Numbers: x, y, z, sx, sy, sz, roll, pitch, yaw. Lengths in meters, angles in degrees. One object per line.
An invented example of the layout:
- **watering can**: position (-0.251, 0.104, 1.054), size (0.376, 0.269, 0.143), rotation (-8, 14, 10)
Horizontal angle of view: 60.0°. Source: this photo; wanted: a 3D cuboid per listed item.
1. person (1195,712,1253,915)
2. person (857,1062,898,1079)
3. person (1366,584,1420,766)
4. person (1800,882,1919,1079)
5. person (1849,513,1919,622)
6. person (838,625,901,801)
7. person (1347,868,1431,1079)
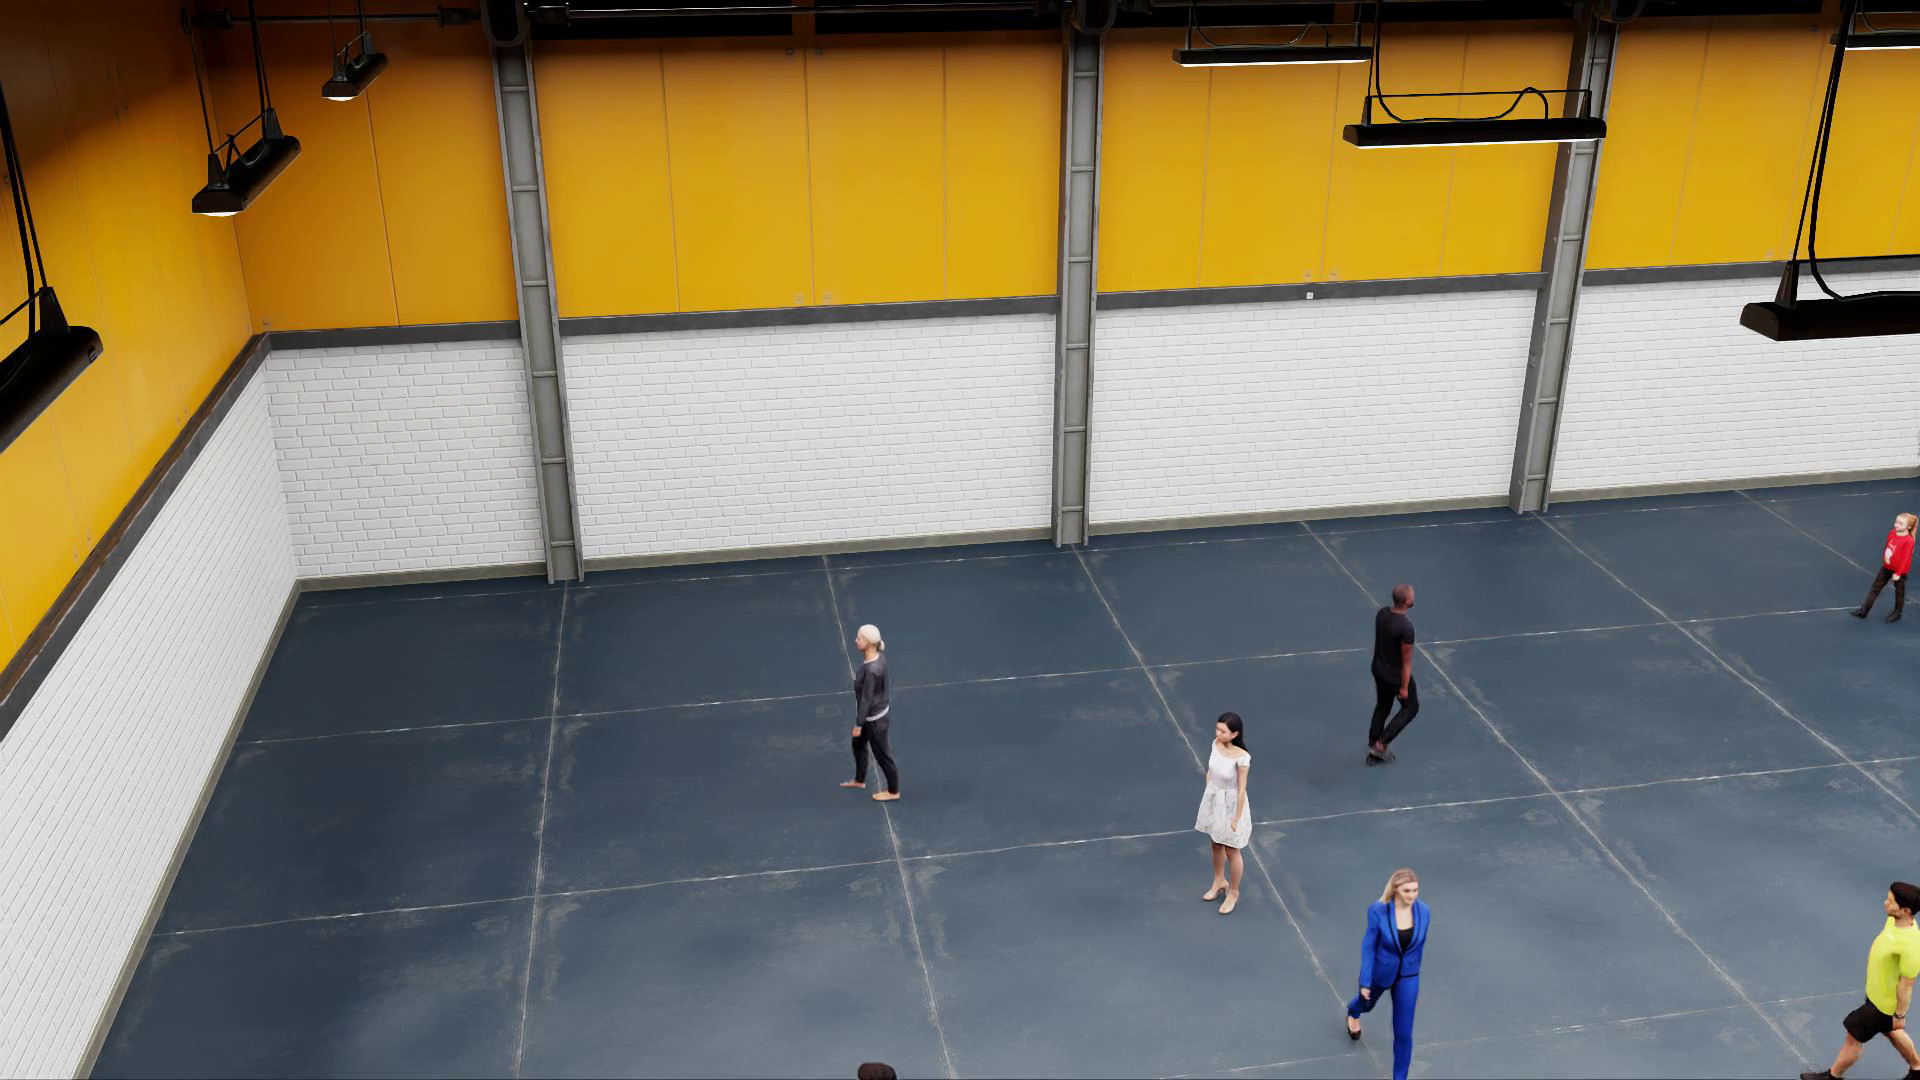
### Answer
- **person**: position (2.107, 2.150, 13.185), size (0.759, 1.764, 0.744), rotation (-15, 28, -30)
- **person**: position (-0.447, 3.693, 9.602), size (0.550, 1.710, 0.684), rotation (-2, 24, -4)
- **person**: position (3.864, 1.263, 15.160), size (0.710, 1.807, 0.720), rotation (-8, 25, -18)
- **person**: position (6.334, 3.063, 11.207), size (1.188, 1.676, 0.959), rotation (7, 25, 16)
- **person**: position (10.181, 0.316, 18.021), size (0.909, 1.251, 0.599), rotation (-9, 25, -19)
- **person**: position (-0.673, 1.535, 14.662), size (0.840, 1.708, 0.695), rotation (0, 24, -1)
- **person**: position (2.916, 2.957, 11.465), size (1.099, 1.664, 0.763), rotation (-1, 24, -3)
